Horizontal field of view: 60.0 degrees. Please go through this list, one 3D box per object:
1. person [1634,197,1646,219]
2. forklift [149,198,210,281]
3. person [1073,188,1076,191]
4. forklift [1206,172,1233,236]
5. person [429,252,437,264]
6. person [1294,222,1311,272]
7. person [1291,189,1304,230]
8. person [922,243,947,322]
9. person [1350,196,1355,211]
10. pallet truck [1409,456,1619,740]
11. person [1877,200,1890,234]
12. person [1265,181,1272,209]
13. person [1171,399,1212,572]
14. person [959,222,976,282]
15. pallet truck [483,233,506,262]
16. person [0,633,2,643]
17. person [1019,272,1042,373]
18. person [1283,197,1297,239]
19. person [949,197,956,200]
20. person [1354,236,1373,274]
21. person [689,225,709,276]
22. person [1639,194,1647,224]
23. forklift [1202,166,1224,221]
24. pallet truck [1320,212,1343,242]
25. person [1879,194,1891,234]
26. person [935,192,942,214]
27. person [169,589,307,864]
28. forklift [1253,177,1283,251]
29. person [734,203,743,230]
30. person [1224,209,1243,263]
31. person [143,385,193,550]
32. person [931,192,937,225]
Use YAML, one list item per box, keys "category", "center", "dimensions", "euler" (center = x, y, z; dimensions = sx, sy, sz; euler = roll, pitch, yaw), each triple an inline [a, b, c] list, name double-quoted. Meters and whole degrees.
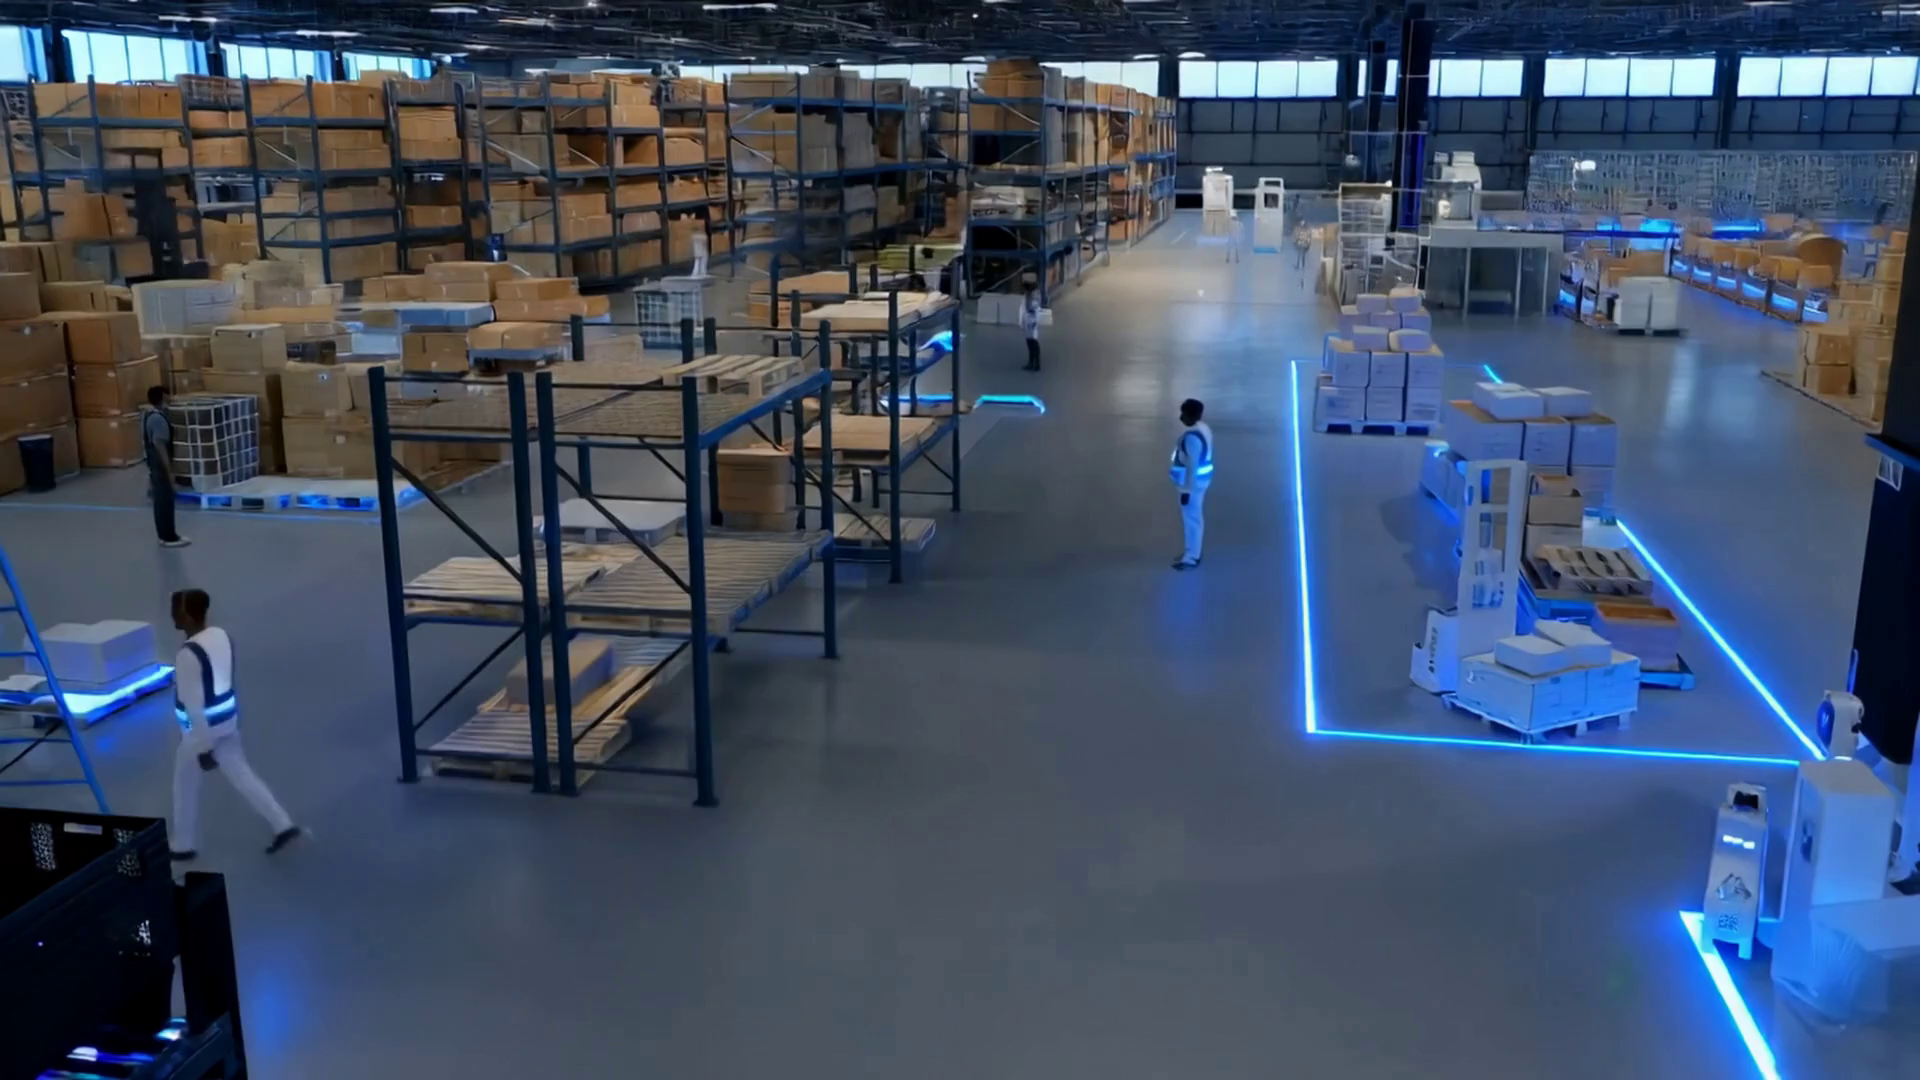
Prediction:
- category: "person"
  center: [29.528, -13.974, 72.191]
  dimensions: [1.008, 1.779, 0.583]
  euler: [3, 14, 11]
- category: "forklift"
  center: [-21.506, -7.855, 45.093]
  dimensions: [1.129, 2.768, 1.873]
  euler: [7, 15, 26]
- category: "person"
  center: [5.732, -16.623, 82.740]
  dimensions: [0.654, 1.885, 0.709]
  euler: [1, 14, 3]
- category: "forklift"
  center: [11.433, -14.715, 72.946]
  dimensions: [1.129, 2.768, 1.873]
  euler: [3, 14, 10]
- category: "person"
  center: [-13.125, -6.341, 41.455]
  dimensions: [0.825, 1.651, 0.551]
  euler: [6, 15, 24]
- category: "person"
  center: [11.359, -9.713, 55.170]
  dimensions: [0.538, 1.644, 0.886]
  euler: [2, 14, 10]
- category: "person"
  center: [15.892, -15.584, 78.482]
  dimensions: [0.626, 1.900, 0.951]
  euler: [1, 14, 4]
- category: "person"
  center: [-0.647, -6.335, 40.863]
  dimensions: [0.654, 1.937, 0.607]
  euler: [1, 14, 4]
- category: "person"
  center: [20.668, -17.785, 87.777]
  dimensions: [0.485, 1.735, 0.347]
  euler: [-10, 17, -35]
- category: "pallet truck"
  center: [4.504, 0.400, 13.395]
  dimensions: [0.823, 1.965, 1.885]
  euler: [-6, 15, -23]
- category: "person"
  center: [39.680, -13.825, 71.535]
  dimensions: [0.418, 1.807, 0.600]
  euler: [6, 15, 23]
- category: "person"
  center: [17.092, -18.924, 91.975]
  dimensions: [0.545, 1.938, 0.357]
  euler: [-12, 18, -40]
- category: "person"
  center: [2.457, -0.587, 17.727]
  dimensions: [0.429, 1.841, 0.633]
  euler: [4, 14, 16]
- category: "person"
  center: [0.279, -8.894, 51.317]
  dimensions: [0.407, 1.910, 0.639]
  euler: [-12, 18, -40]
- category: "pallet truck"
  center: [-11.832, -7.026, 43.548]
  dimensions: [1.885, 1.965, 0.823]
  euler: [8, 16, 28]
- category: "person"
  center: [-9.017, 0.010, 15.133]
  dimensions: [0.369, 1.932, 0.623]
  euler: [-10, 17, -36]
- category: "person"
  center: [1.383, -4.216, 32.259]
  dimensions: [0.360, 1.939, 0.543]
  euler: [-5, 15, -19]
- category: "person"
  center: [14.331, -14.010, 72.323]
  dimensions: [0.610, 1.794, 0.802]
  euler: [1, 14, 4]
- category: "person"
  center: [-0.401, -19.254, 93.759]
  dimensions: [0.534, 1.720, 0.592]
  euler: [13, 19, 42]
- category: "person"
  center: [11.380, -7.711, 46.943]
  dimensions: [0.540, 1.699, 0.316]
  euler: [8, 16, 30]
- category: "person"
  center: [-7.733, -8.378, 49.247]
  dimensions: [0.642, 1.903, 0.990]
  euler: [4, 15, 18]
- category: "person"
  center: [29.891, -14.194, 72.881]
  dimensions: [0.431, 1.881, 0.670]
  euler: [11, 18, 38]
- category: "forklift"
  center: [13.171, -17.956, 86.107]
  dimensions: [1.129, 2.768, 1.873]
  euler: [3, 14, 10]
- category: "pallet truck"
  center: [15.874, -13.227, 70.310]
  dimensions: [0.680, 1.201, 1.601]
  euler: [10, 17, 35]
- category: "person"
  center: [39.296, -13.667, 70.553]
  dimensions: [0.747, 1.978, 0.626]
  euler: [6, 15, 23]
- category: "person"
  center: [-1.469, -19.214, 93.433]
  dimensions: [0.947, 1.789, 0.650]
  euler: [3, 14, 13]
- category: "person"
  center: [-4.697, 1.190, 10.531]
  dimensions: [0.973, 1.849, 0.581]
  euler: [1, 14, 5]
- category: "forklift"
  center: [12.083, -12.747, 64.956]
  dimensions: [1.129, 2.768, 1.873]
  euler: [3, 14, 10]
- category: "person"
  center: [-8.024, -11.275, 60.736]
  dimensions: [0.621, 2.022, 0.631]
  euler: [-2, 14, -10]
- category: "person"
  center: [9.677, -10.776, 58.962]
  dimensions: [0.641, 1.908, 0.407]
  euler: [2, 14, 9]
- category: "person"
  center: [-8.920, -0.815, 18.642]
  dimensions: [0.343, 1.847, 0.507]
  euler: [-11, 17, -37]
- category: "person"
  center: [-1.321, -16.507, 82.385]
  dimensions: [0.404, 1.829, 0.591]
  euler: [2, 14, 9]
